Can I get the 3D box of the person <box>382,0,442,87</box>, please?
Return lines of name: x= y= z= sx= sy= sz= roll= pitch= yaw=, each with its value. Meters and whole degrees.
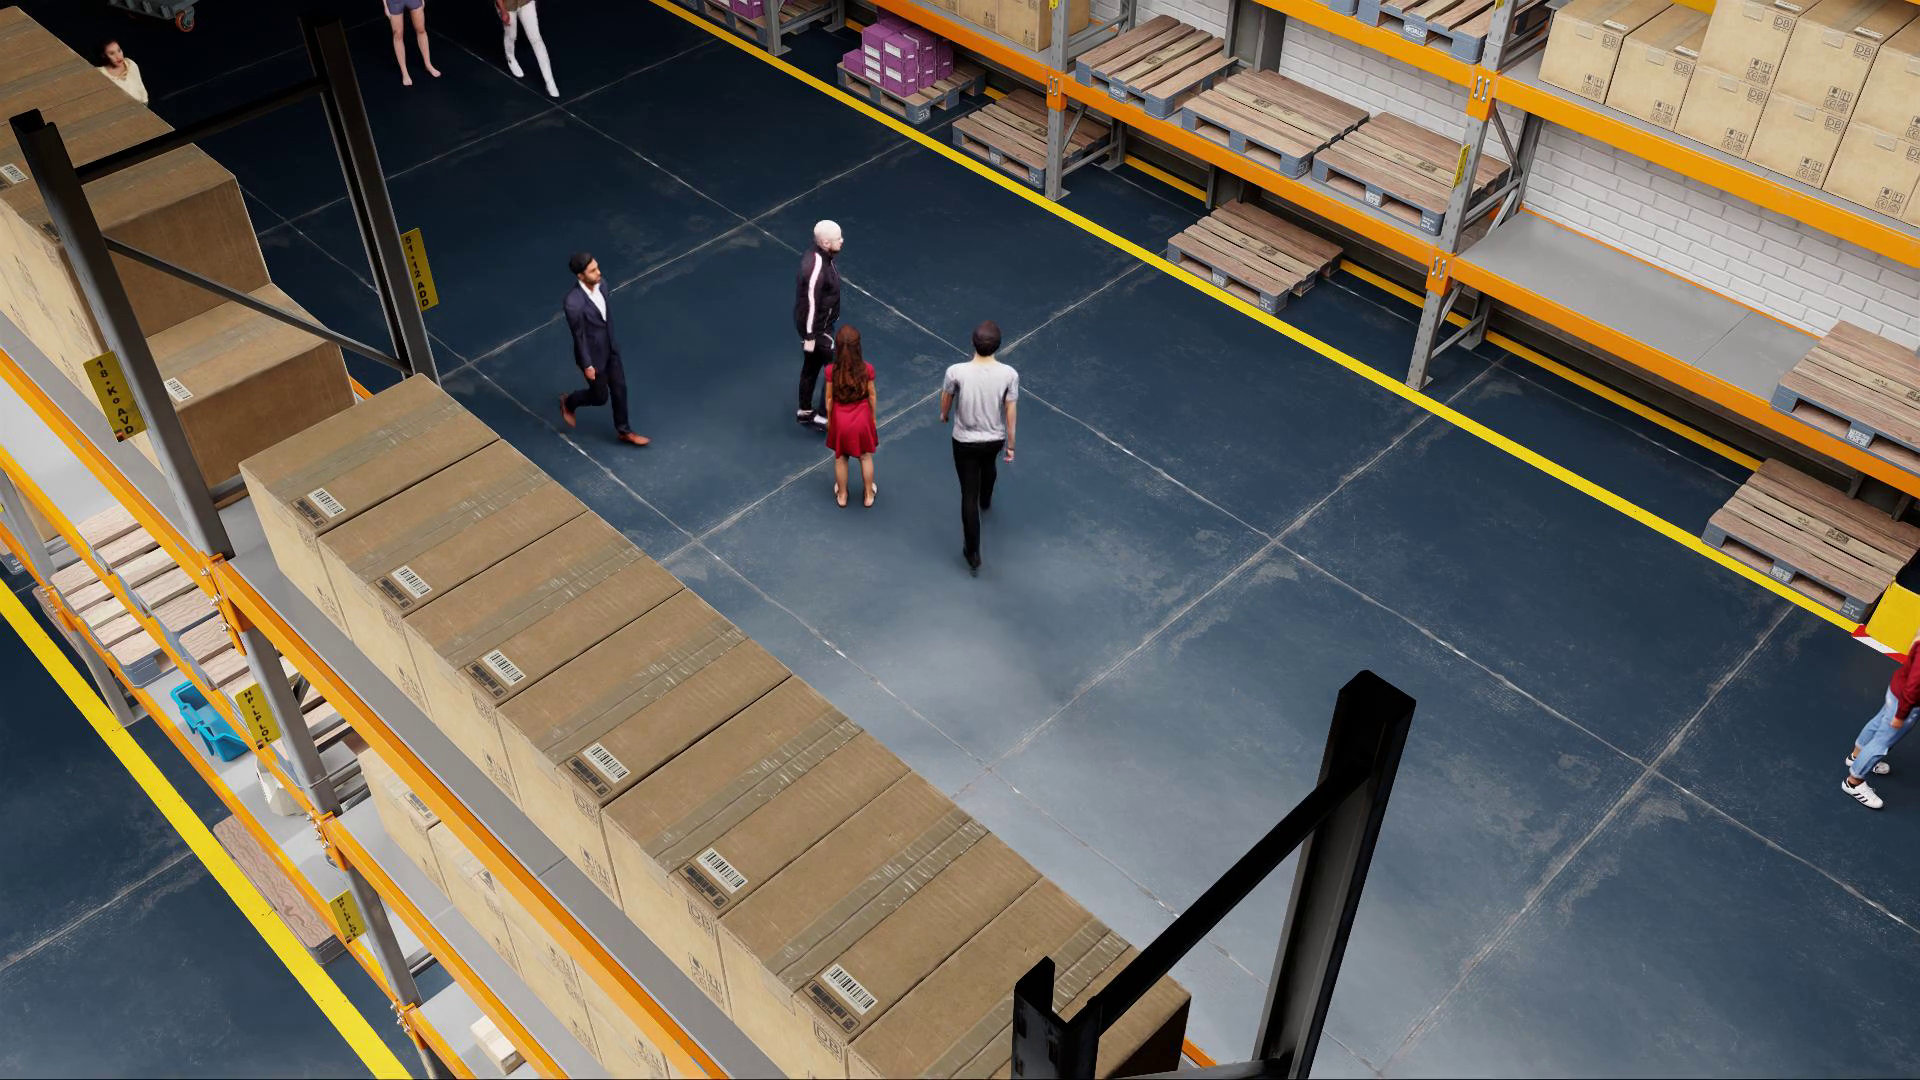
person: x=-5.585 y=-5.455 z=16.650 sx=0.615 sy=1.765 sz=0.591 roll=-26 pitch=49 yaw=-25

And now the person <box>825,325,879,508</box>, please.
person: x=-0.788 y=-0.880 z=12.003 sx=0.677 sy=1.551 sz=0.737 roll=-6 pitch=44 yaw=-6

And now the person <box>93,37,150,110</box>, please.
person: x=-7.525 y=-3.774 z=15.018 sx=1.139 sy=1.582 sz=0.703 roll=30 pitch=51 yaw=27

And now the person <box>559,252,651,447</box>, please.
person: x=-2.784 y=-1.422 z=12.455 sx=1.055 sy=1.712 sz=0.840 roll=17 pitch=46 yaw=17

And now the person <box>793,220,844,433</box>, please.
person: x=-1.174 y=-1.598 z=12.575 sx=0.902 sy=1.802 sz=0.826 roll=1 pitch=44 yaw=1

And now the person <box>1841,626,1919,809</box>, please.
person: x=5.735 y=0.930 z=10.043 sx=0.601 sy=1.634 sz=0.652 roll=23 pitch=48 yaw=22

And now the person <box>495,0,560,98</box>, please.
person: x=-4.475 y=-5.363 z=16.550 sx=0.903 sy=1.770 sz=1.232 roll=-24 pitch=49 yaw=-23

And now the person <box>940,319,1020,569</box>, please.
person: x=0.123 y=-0.631 z=11.548 sx=1.130 sy=1.818 sz=1.273 roll=-4 pitch=44 yaw=-5
